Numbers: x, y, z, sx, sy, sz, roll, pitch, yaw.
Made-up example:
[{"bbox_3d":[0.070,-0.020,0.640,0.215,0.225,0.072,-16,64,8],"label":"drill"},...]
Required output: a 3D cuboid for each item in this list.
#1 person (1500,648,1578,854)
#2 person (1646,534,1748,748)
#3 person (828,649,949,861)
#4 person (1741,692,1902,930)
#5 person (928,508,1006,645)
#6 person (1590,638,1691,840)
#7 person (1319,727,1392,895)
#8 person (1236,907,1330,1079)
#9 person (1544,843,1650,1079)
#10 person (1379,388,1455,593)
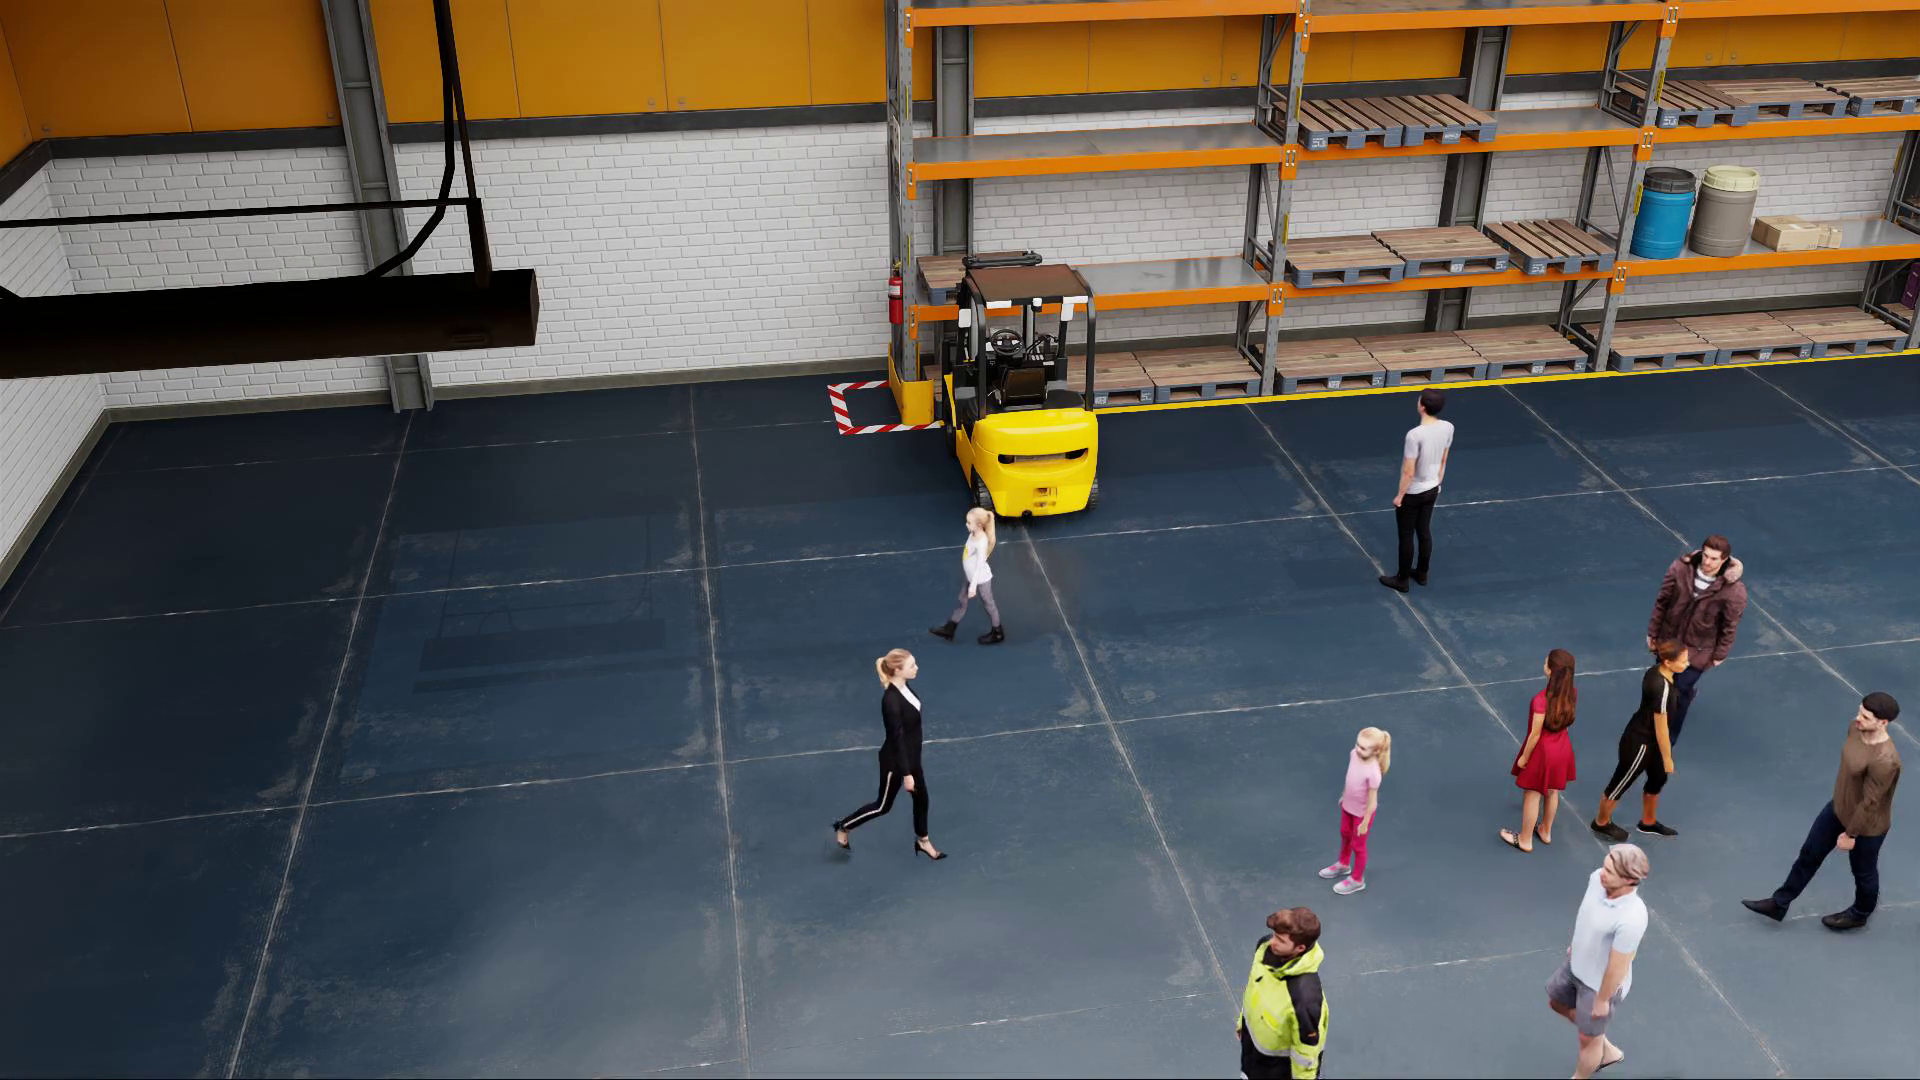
[{"bbox_3d":[3.983,1.423,11.307,0.623,1.552,0.684,-15,32,-25],"label":"person"},{"bbox_3d":[5.403,0.738,12.281,1.227,1.822,1.073,-22,36,-35],"label":"person"},{"bbox_3d":[-0.498,1.479,11.075,1.135,1.676,0.854,5,29,9],"label":"person"},{"bbox_3d":[5.718,1.726,10.453,1.067,1.838,0.741,0,29,-1],"label":"person"},{"bbox_3d":[0.217,0.316,13.652,0.853,1.251,0.526,-6,29,-11],"label":"person"},{"bbox_3d":[4.565,1.355,11.327,0.910,1.652,0.824,13,31,22],"label":"person"},{"bbox_3d":[2.653,1.759,10.984,0.556,1.271,0.522,-9,30,-15],"label":"person"},{"bbox_3d":[1.743,2.651,8.642,1.158,1.948,0.779,-4,29,-7],"label":"person"},{"bbox_3d":[3.621,2.406,9.221,0.773,1.824,0.716,-1,29,-2],"label":"person"},{"bbox_3d":[3.968,-0.428,14.376,0.622,1.863,0.804,-17,33,-28],"label":"person"}]
